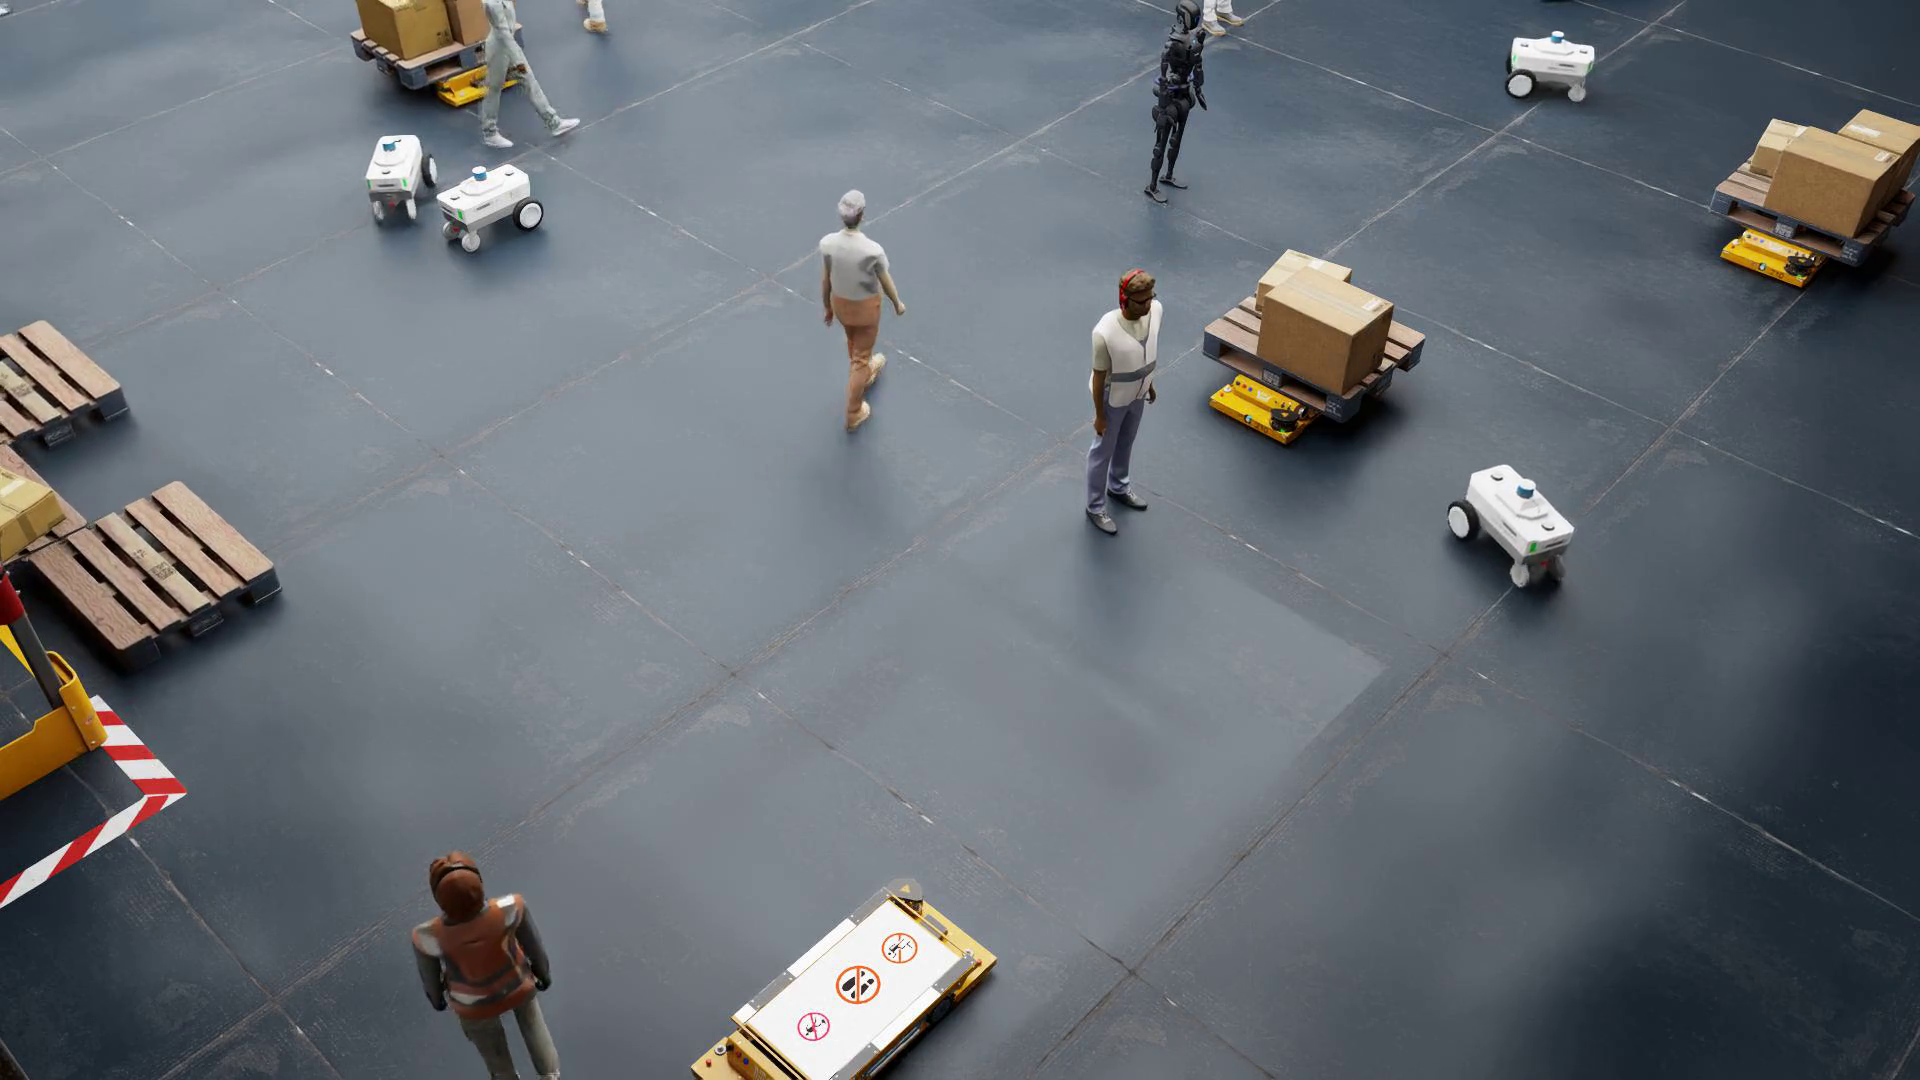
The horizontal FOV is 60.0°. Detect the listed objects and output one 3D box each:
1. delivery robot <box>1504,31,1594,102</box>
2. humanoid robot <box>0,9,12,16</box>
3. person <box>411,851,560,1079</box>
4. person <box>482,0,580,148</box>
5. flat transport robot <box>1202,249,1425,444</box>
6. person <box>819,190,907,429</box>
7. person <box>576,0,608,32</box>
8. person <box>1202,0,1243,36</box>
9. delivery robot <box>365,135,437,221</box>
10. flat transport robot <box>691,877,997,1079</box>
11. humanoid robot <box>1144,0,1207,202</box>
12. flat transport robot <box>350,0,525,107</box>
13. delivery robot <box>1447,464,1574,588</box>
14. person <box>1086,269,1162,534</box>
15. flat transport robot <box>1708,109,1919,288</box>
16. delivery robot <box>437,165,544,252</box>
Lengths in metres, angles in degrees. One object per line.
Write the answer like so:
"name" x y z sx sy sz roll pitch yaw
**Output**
"delivery robot" 5.366 -4.327 15.110 0.757 0.580 0.499 10 43 11
"humanoid robot" -9.699 -5.883 15.958 0.578 1.750 0.776 8 43 9
"person" -2.072 1.959 7.330 0.528 1.626 0.369 -20 46 -21
"person" -3.764 -4.130 14.047 0.866 1.696 0.557 -1 42 -2
"flat transport robot" 2.473 -1.204 11.864 0.659 0.231 1.431 32 51 30
"person" -0.623 -1.622 11.243 0.471 1.716 0.791 21 46 21
"person" -3.688 -5.835 15.879 0.670 1.779 0.969 -25 48 -25
"person" 2.567 -5.749 15.708 0.360 1.886 0.572 34 52 32
"delivery robot" -4.634 -3.026 13.676 0.499 0.595 0.781 -3 42 -4
"flat transport robot" -0.540 2.262 8.012 0.659 0.231 1.431 32 51 30
"humanoid robot" 1.760 -3.563 13.423 0.315 1.657 0.599 32 51 30
"flat transport robot" -4.806 -4.436 15.456 0.659 0.231 1.431 -34 52 -32
"delivery robot" 3.491 -0.130 10.461 0.499 0.601 0.805 -16 44 -17
"person" 1.005 -0.896 10.345 0.394 1.844 0.563 34 52 32
"flat transport robot" 6.719 -2.492 13.295 0.659 0.231 1.431 32 51 30
"delivery robot" -3.791 -2.710 13.303 0.499 0.566 0.739 32 51 30
